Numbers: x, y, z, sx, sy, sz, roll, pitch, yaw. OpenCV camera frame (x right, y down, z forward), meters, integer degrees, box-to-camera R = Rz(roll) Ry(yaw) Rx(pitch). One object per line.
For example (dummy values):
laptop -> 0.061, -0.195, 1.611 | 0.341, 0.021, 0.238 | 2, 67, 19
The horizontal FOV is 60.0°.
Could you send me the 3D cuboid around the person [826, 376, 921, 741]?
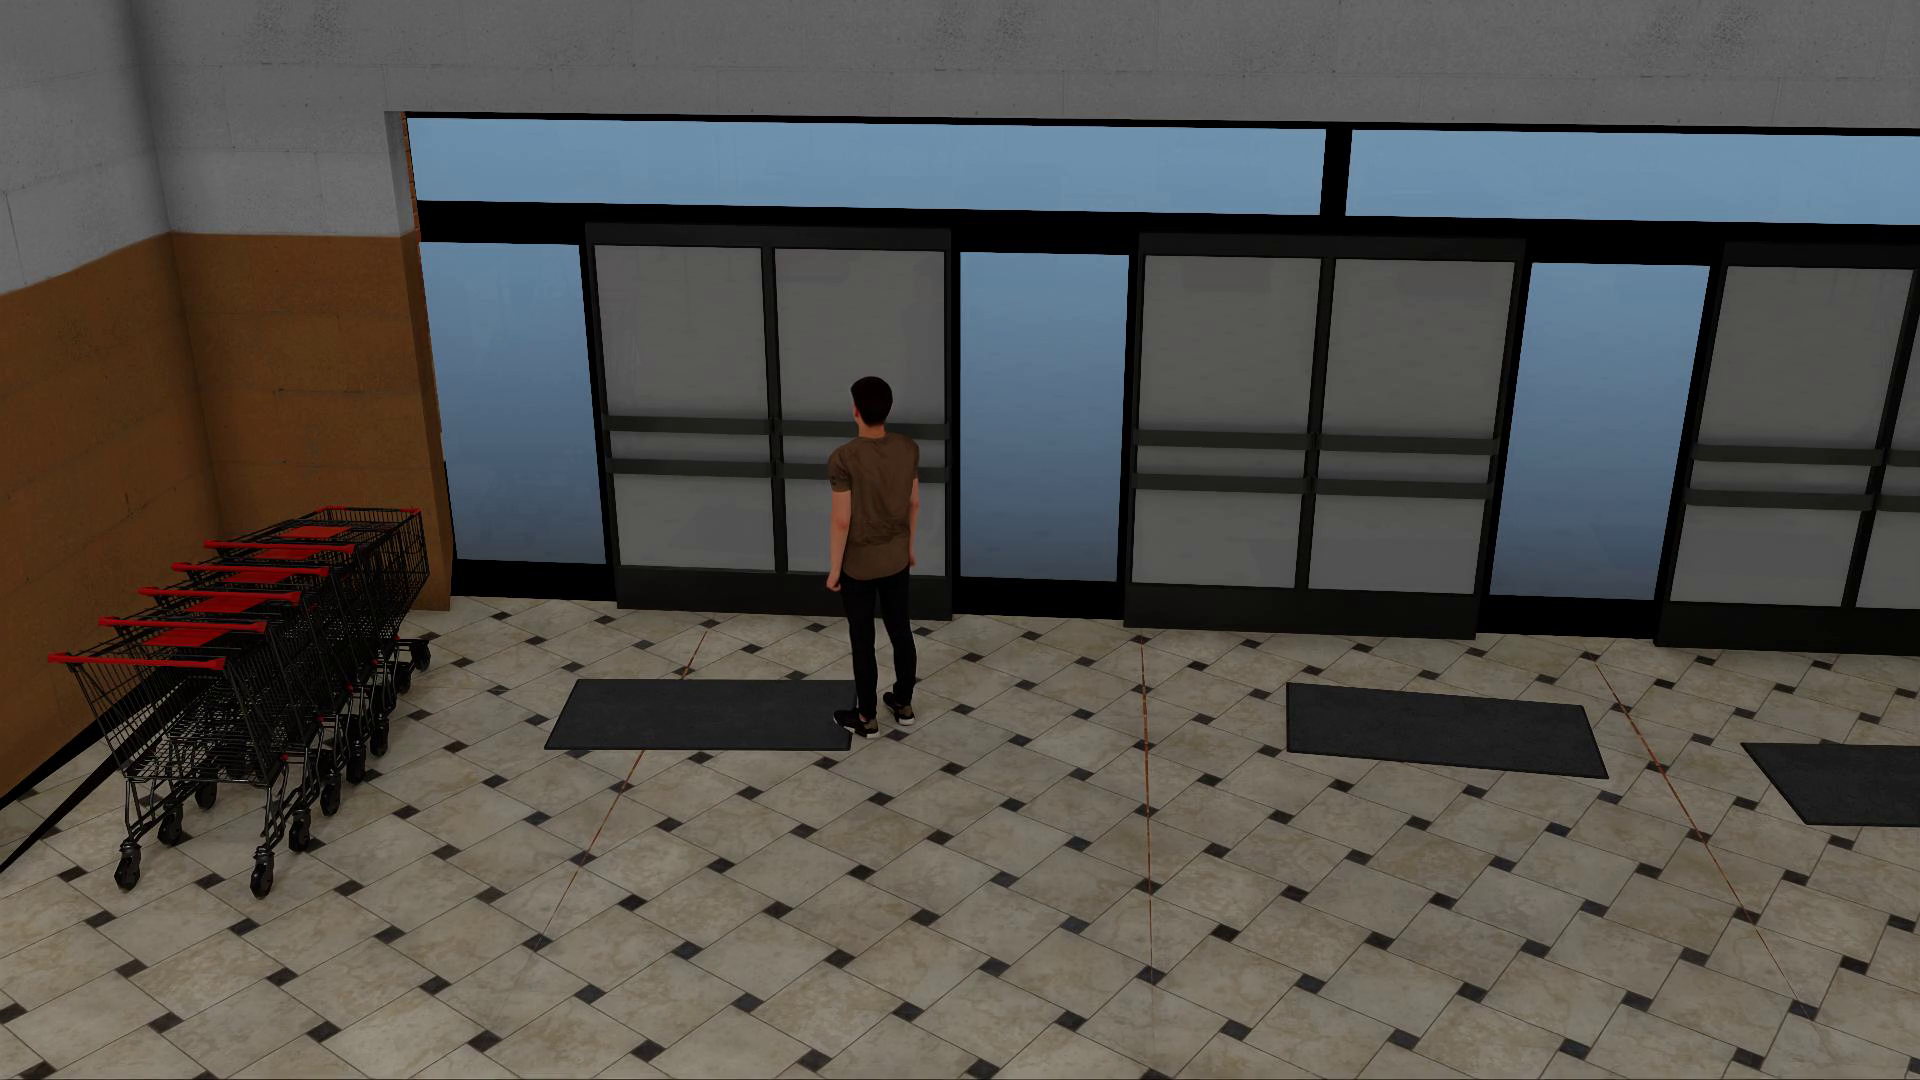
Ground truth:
person -> -0.419, 0.087, 8.216 | 0.747, 1.852, 0.790 | -15, 26, -33
